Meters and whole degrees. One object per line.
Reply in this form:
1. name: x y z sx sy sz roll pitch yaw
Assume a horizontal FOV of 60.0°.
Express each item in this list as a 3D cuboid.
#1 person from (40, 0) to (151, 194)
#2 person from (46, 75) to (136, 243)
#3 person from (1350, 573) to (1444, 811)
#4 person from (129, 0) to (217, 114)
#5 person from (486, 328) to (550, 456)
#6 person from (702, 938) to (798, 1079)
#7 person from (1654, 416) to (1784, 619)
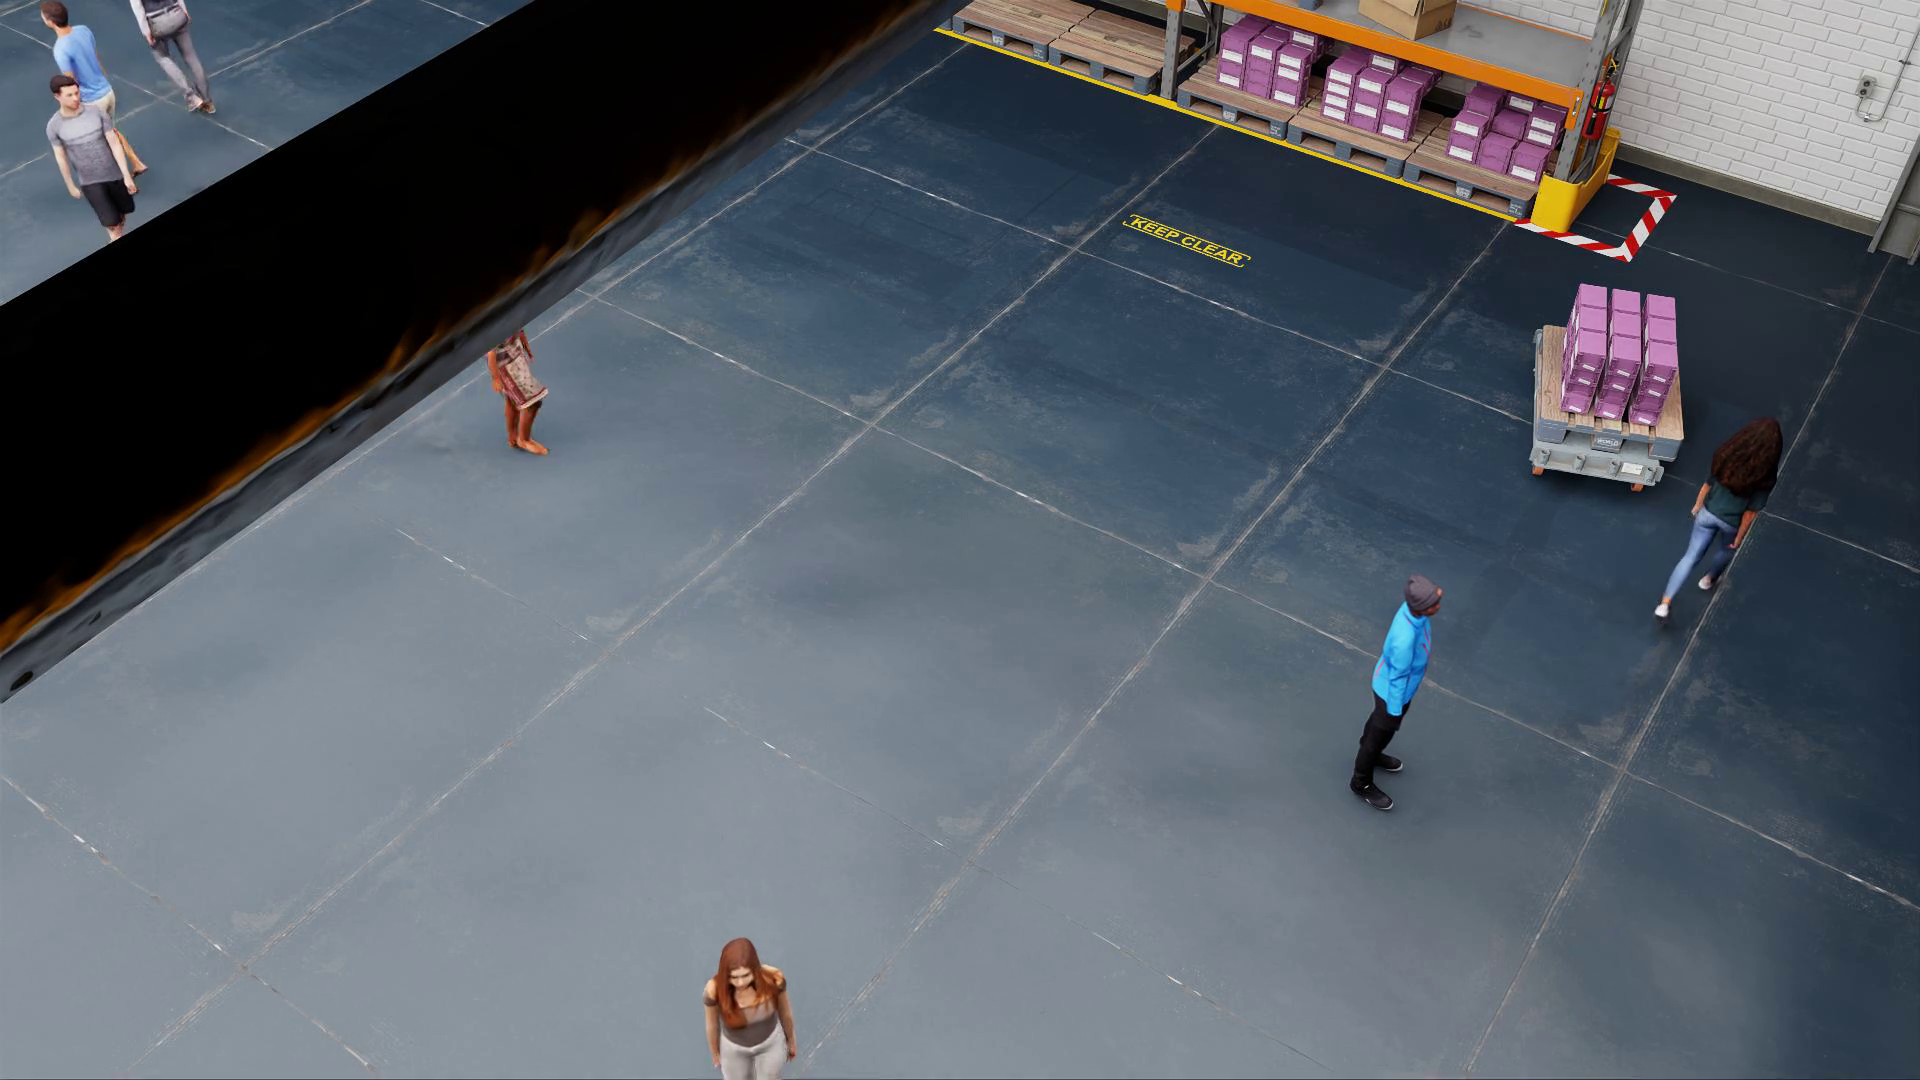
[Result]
1. person: -7.695 -3.959 14.938 0.826 1.851 0.785 7 44 7
2. person: -7.272 -3.098 14.046 0.820 1.834 1.257 -30 51 -28
3. person: 2.586 0.865 9.916 0.624 1.794 0.669 14 45 14
4. person: -7.572 -4.937 15.911 0.730 1.925 0.692 -33 52 -30
5. person: -3.432 -1.318 12.324 0.842 1.632 0.789 4 44 4
6. person: -1.038 2.442 8.321 0.851 1.710 0.922 -9 44 -9
7. person: 5.046 -0.107 11.090 1.068 1.582 0.773 33 52 29
